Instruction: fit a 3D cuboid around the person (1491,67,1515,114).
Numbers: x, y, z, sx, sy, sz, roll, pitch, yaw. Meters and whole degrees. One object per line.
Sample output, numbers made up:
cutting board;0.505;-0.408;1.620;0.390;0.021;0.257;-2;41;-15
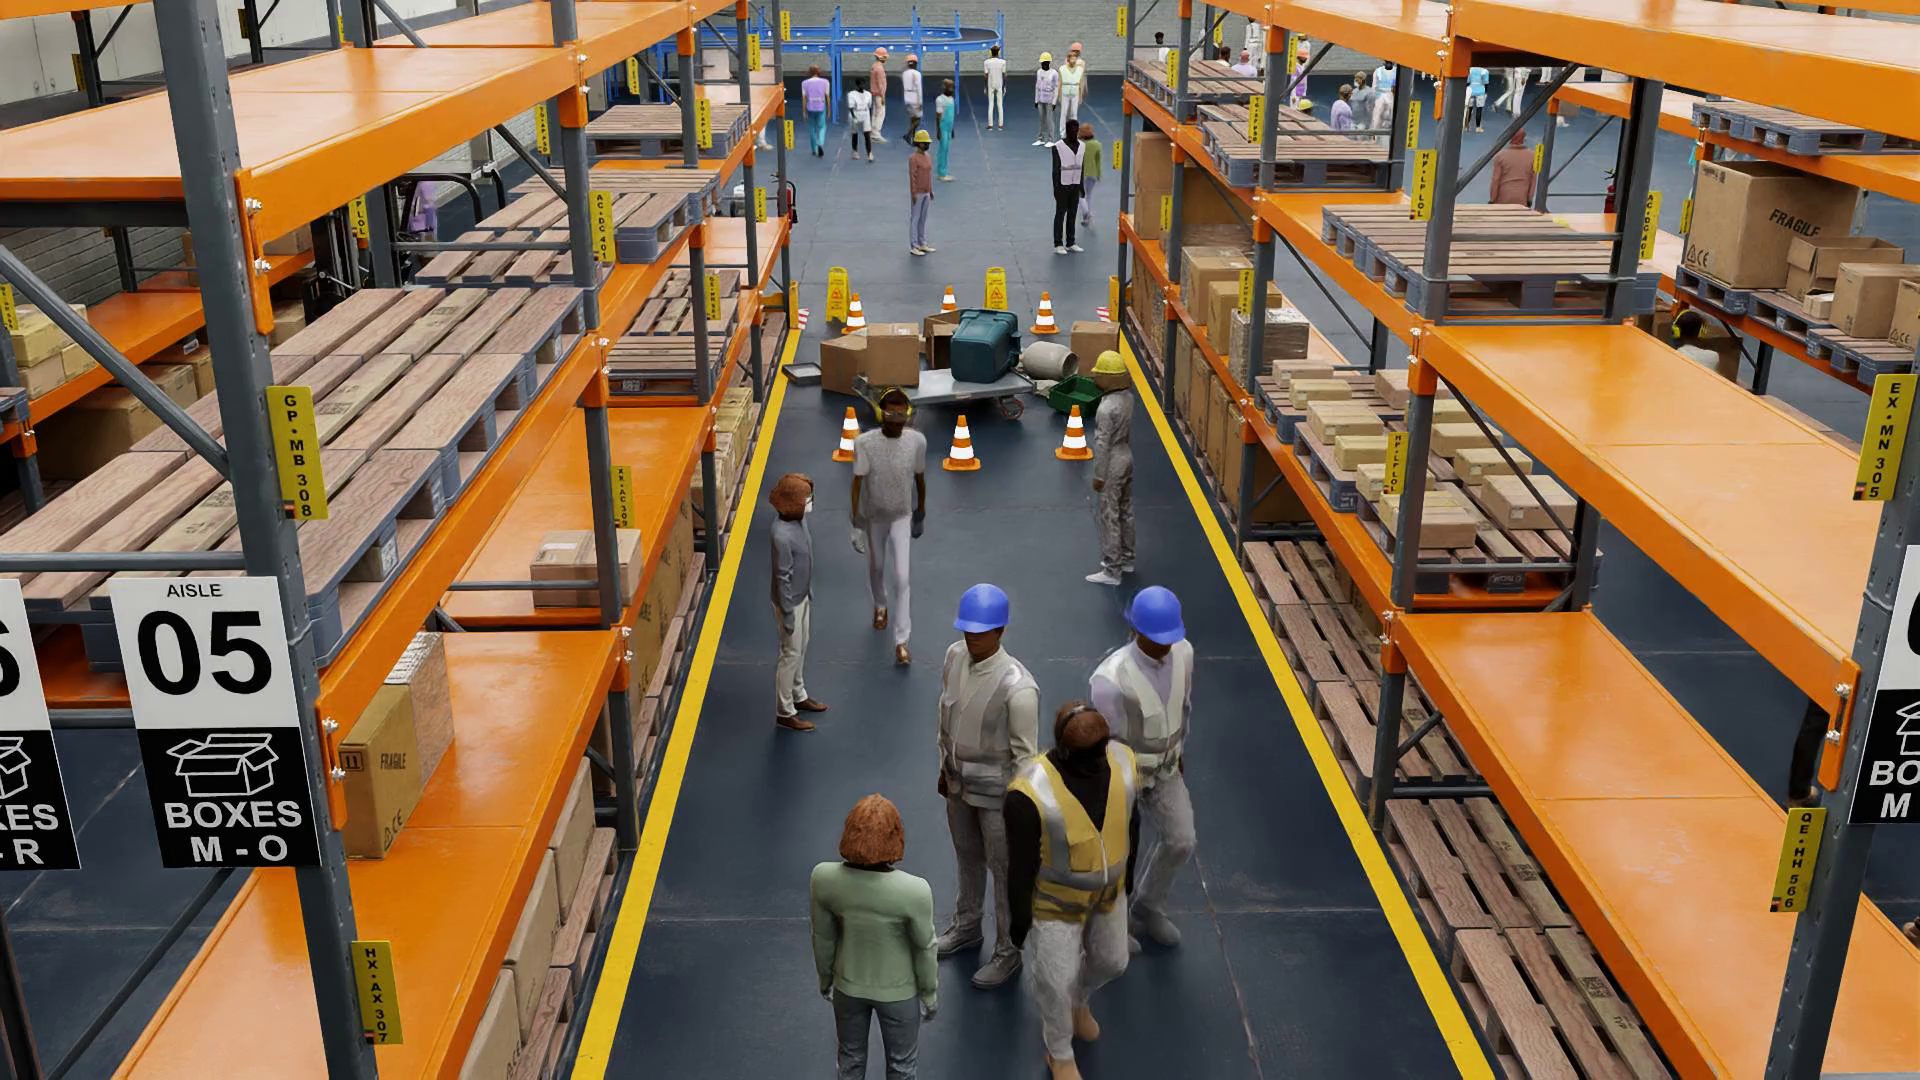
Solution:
person;13.374;-11.302;40.517;0.741;1.845;0.526;-2;21;-5

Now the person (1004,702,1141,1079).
person;0.448;1.441;6.868;0.654;1.815;0.533;-12;24;-28

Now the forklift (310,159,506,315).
forklift;-5.622;-2.910;17.832;2.313;2.155;1.214;-1;21;-1

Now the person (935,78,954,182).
person;-0.268;-7.528;30.529;0.338;1.843;0.516;11;23;26

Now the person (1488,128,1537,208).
person;7.664;-4.772;23.153;0.643;1.908;0.399;-1;21;-2

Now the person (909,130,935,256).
person;-0.546;-5.011;23.981;0.314;1.769;0.523;11;23;27

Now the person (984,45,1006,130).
person;0.794;-10.256;37.699;0.512;1.872;0.328;-2;21;-6

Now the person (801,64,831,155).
person;-2.898;-8.675;33.587;0.582;1.821;0.610;0;21;-1

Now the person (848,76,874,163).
person;-1.970;-8.335;32.927;0.524;1.646;0.854;-7;22;-18

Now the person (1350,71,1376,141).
person;7.421;-7.712;30.904;0.391;1.928;0.635;-9;22;-22

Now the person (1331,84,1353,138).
person;6.535;-6.831;28.554;0.372;1.939;0.631;-2;21;-5

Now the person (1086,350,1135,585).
person;1.103;-0.538;12.208;0.341;1.735;0.484;10;23;26

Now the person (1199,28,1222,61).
person;6.960;-13.462;45.936;0.674;2.000;0.536;13;25;31

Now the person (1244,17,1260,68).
person;8.609;-14.612;49.191;0.355;1.887;0.574;19;28;41

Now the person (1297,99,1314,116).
person;5.787;-6.517;27.981;0.381;1.746;0.563;8;22;20

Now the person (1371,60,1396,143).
person;9.074;-9.380;35.424;0.624;1.844;0.430;4;21;11

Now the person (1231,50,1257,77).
person;6.066;-9.489;35.614;0.647;1.913;0.409;11;23;27

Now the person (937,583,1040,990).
person;0.108;1.101;7.570;0.380;1.950;0.605;-16;26;-37

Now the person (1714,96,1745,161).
person;13.579;-7.201;29.387;0.536;2.000;0.672;-17;27;-38

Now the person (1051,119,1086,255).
person;1.568;-5.114;24.045;0.592;1.917;0.392;-16;26;-36

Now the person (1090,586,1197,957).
person;0.844;1.075;7.688;0.644;1.912;0.539;-16;26;-35

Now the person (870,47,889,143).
person;-1.717;-9.529;35.625;0.418;1.984;0.615;-5;21;-14

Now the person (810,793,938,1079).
person;-0.319;1.716;6.385;0.497;1.633;0.283;6;21;15

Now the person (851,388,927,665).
person;-0.471;-0.143;11.060;0.523;1.812;1.010;-2;21;-5

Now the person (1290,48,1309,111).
person;7.355;-9.690;36.113;0.378;1.932;0.551;11;24;28

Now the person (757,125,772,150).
person;-4.093;-9.058;34.573;0.429;1.841;0.633;-1;21;-3

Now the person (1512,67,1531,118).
person;13.457;-11.090;39.796;0.384;1.948;0.605;5;21;13

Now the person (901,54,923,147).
person;-1.023;-9.207;34.905;0.591;1.894;0.558;19;28;41

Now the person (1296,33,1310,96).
person;9.151;-12.803;44.626;0.319;1.737;0.486;-12;24;-30

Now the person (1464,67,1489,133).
person;11.555;-9.973;37.194;0.533;1.696;0.318;17;27;38

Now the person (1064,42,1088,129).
person;2.624;-10.277;37.681;0.411;1.921;0.593;-19;28;-41

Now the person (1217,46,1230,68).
person;5.758;-9.921;36.764;0.402;1.910;0.598;-7;22;-18

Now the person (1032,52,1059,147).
person;1.801;-9.250;34.962;0.584;1.927;0.367;19;28;40

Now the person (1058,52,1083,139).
person;2.392;-9.653;36.158;0.560;1.838;0.395;-5;21;-14

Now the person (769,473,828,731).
person;-0.991;0.364;9.974;0.287;1.623;0.510;2;21;6

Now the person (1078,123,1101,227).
person;1.989;-5.678;25.953;0.507;1.618;0.478;-7;22;-18

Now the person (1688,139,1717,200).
person;11.656;-5.863;26.130;0.390;1.841;0.563;11;23;26
